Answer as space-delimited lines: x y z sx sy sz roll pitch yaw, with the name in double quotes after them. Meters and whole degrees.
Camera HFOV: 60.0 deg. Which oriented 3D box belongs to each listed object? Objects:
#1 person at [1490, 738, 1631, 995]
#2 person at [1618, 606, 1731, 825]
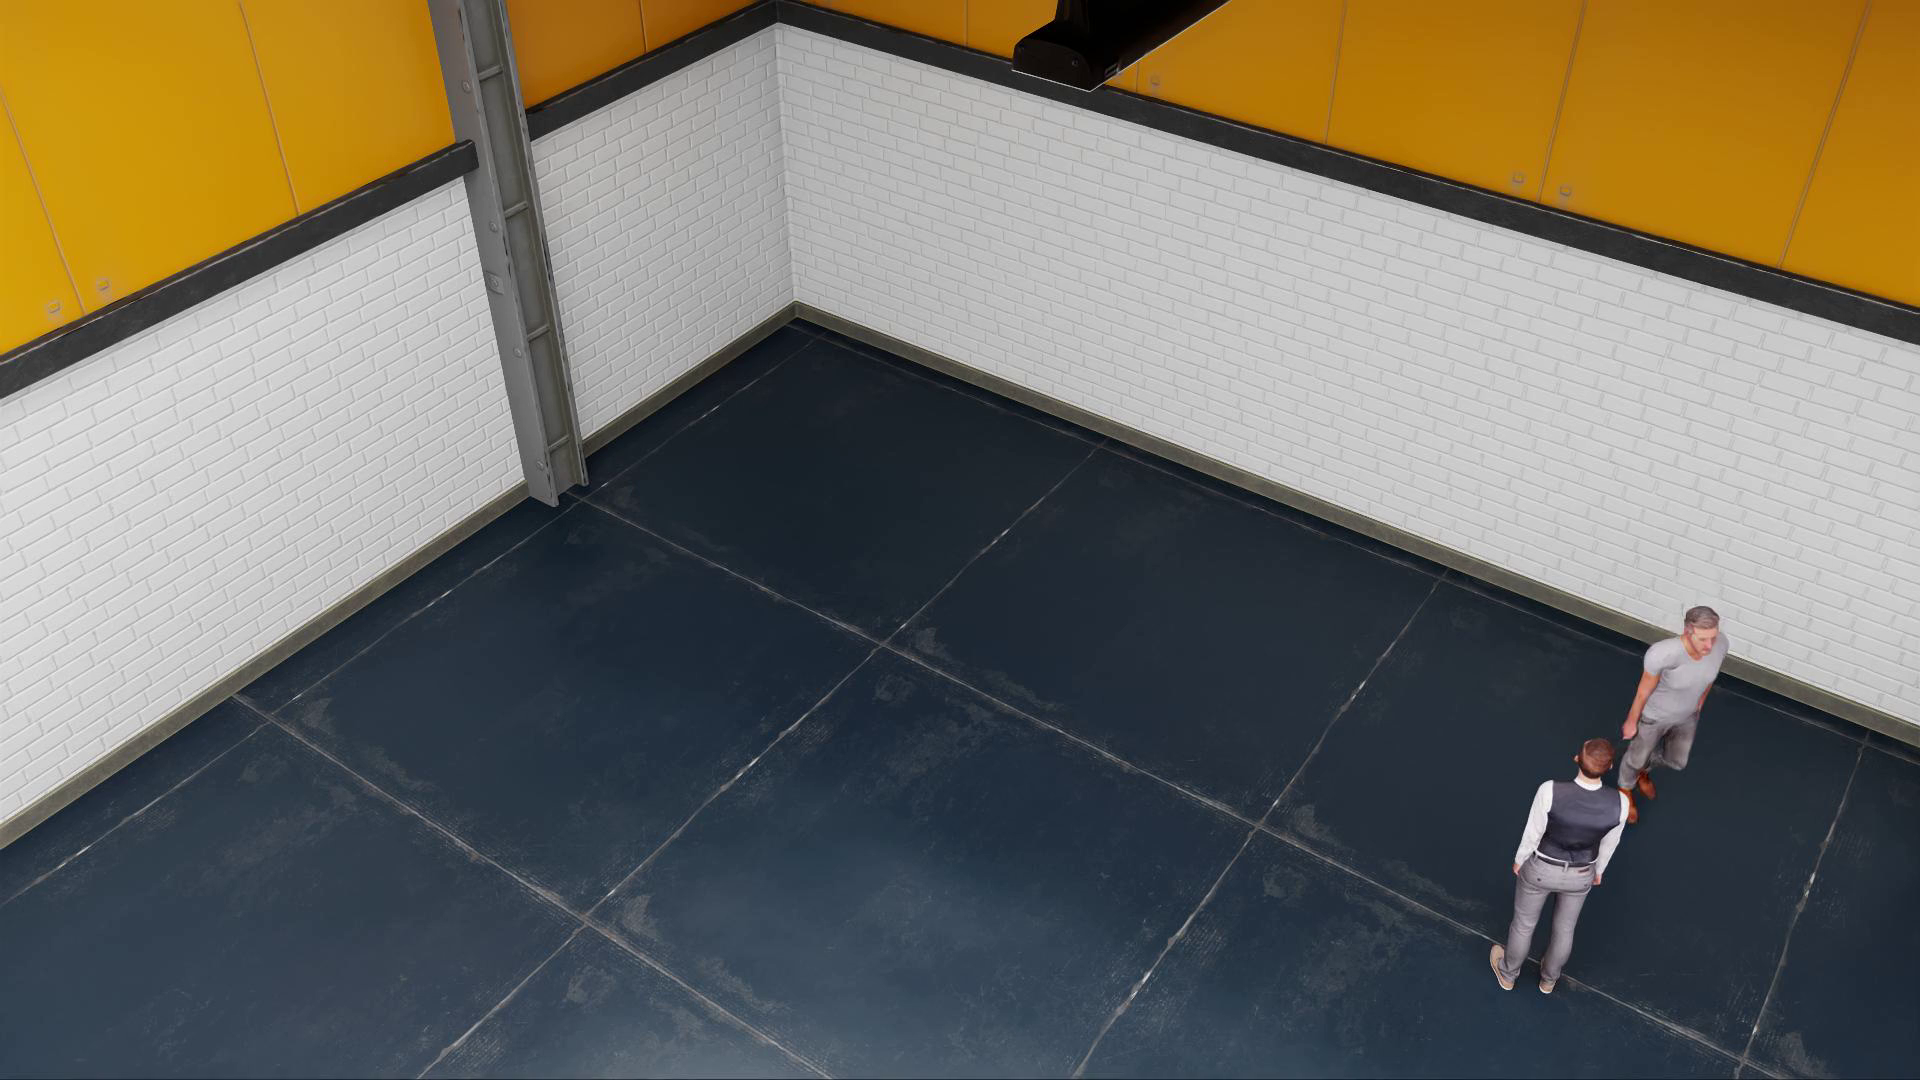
3.282 1.785 9.091 0.739 1.938 0.721 7 39 8 "person"
4.285 1.005 10.179 0.904 1.799 0.965 -11 40 -13 "person"
